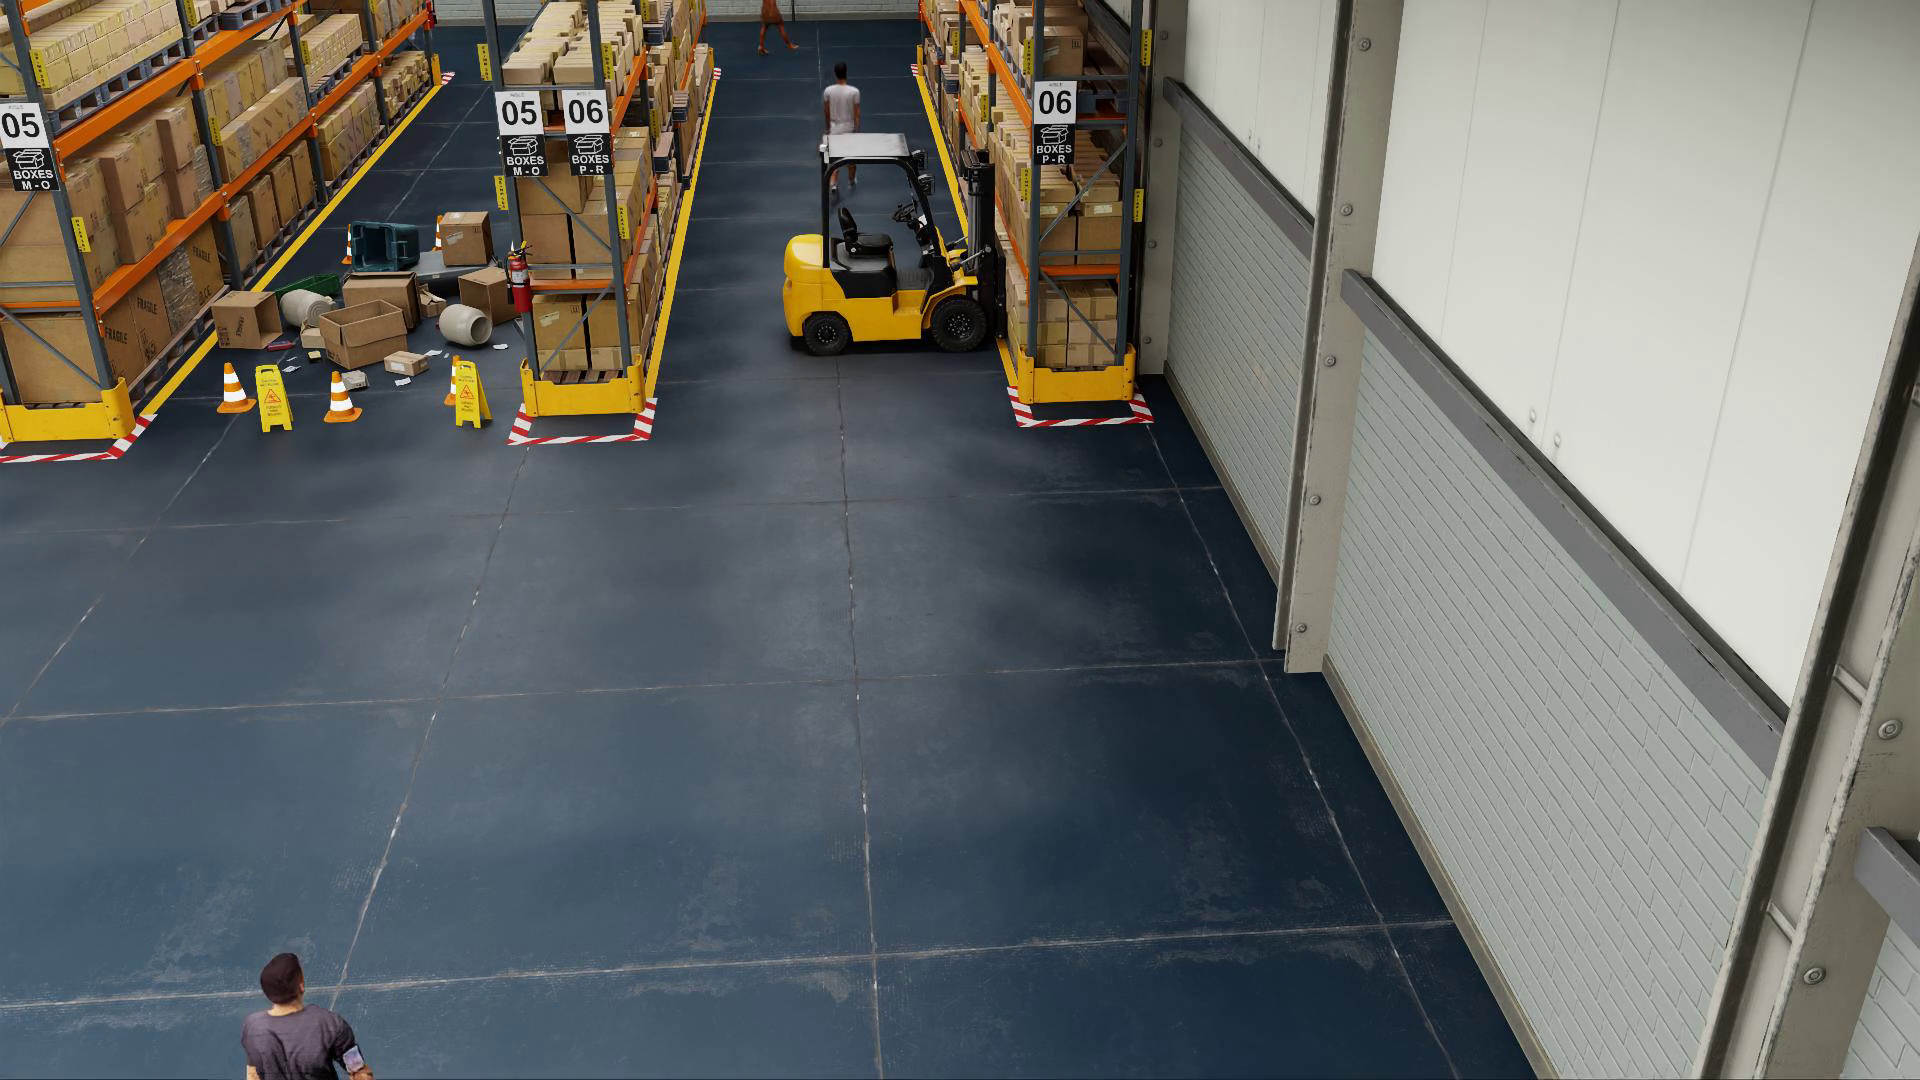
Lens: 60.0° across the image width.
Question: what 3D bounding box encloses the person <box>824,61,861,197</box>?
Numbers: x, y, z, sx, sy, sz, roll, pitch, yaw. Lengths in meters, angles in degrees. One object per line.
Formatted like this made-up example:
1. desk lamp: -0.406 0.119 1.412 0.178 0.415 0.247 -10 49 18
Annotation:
1. person: -1.668 -5.722 23.311 0.903 1.822 1.268 4 28 9

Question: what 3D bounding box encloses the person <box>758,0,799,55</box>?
1. person: -3.767 -10.255 32.299 0.844 1.653 1.021 -12 29 -21

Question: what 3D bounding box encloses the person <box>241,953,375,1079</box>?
1. person: -2.848 2.608 7.243 0.778 1.723 1.150 2 27 3
